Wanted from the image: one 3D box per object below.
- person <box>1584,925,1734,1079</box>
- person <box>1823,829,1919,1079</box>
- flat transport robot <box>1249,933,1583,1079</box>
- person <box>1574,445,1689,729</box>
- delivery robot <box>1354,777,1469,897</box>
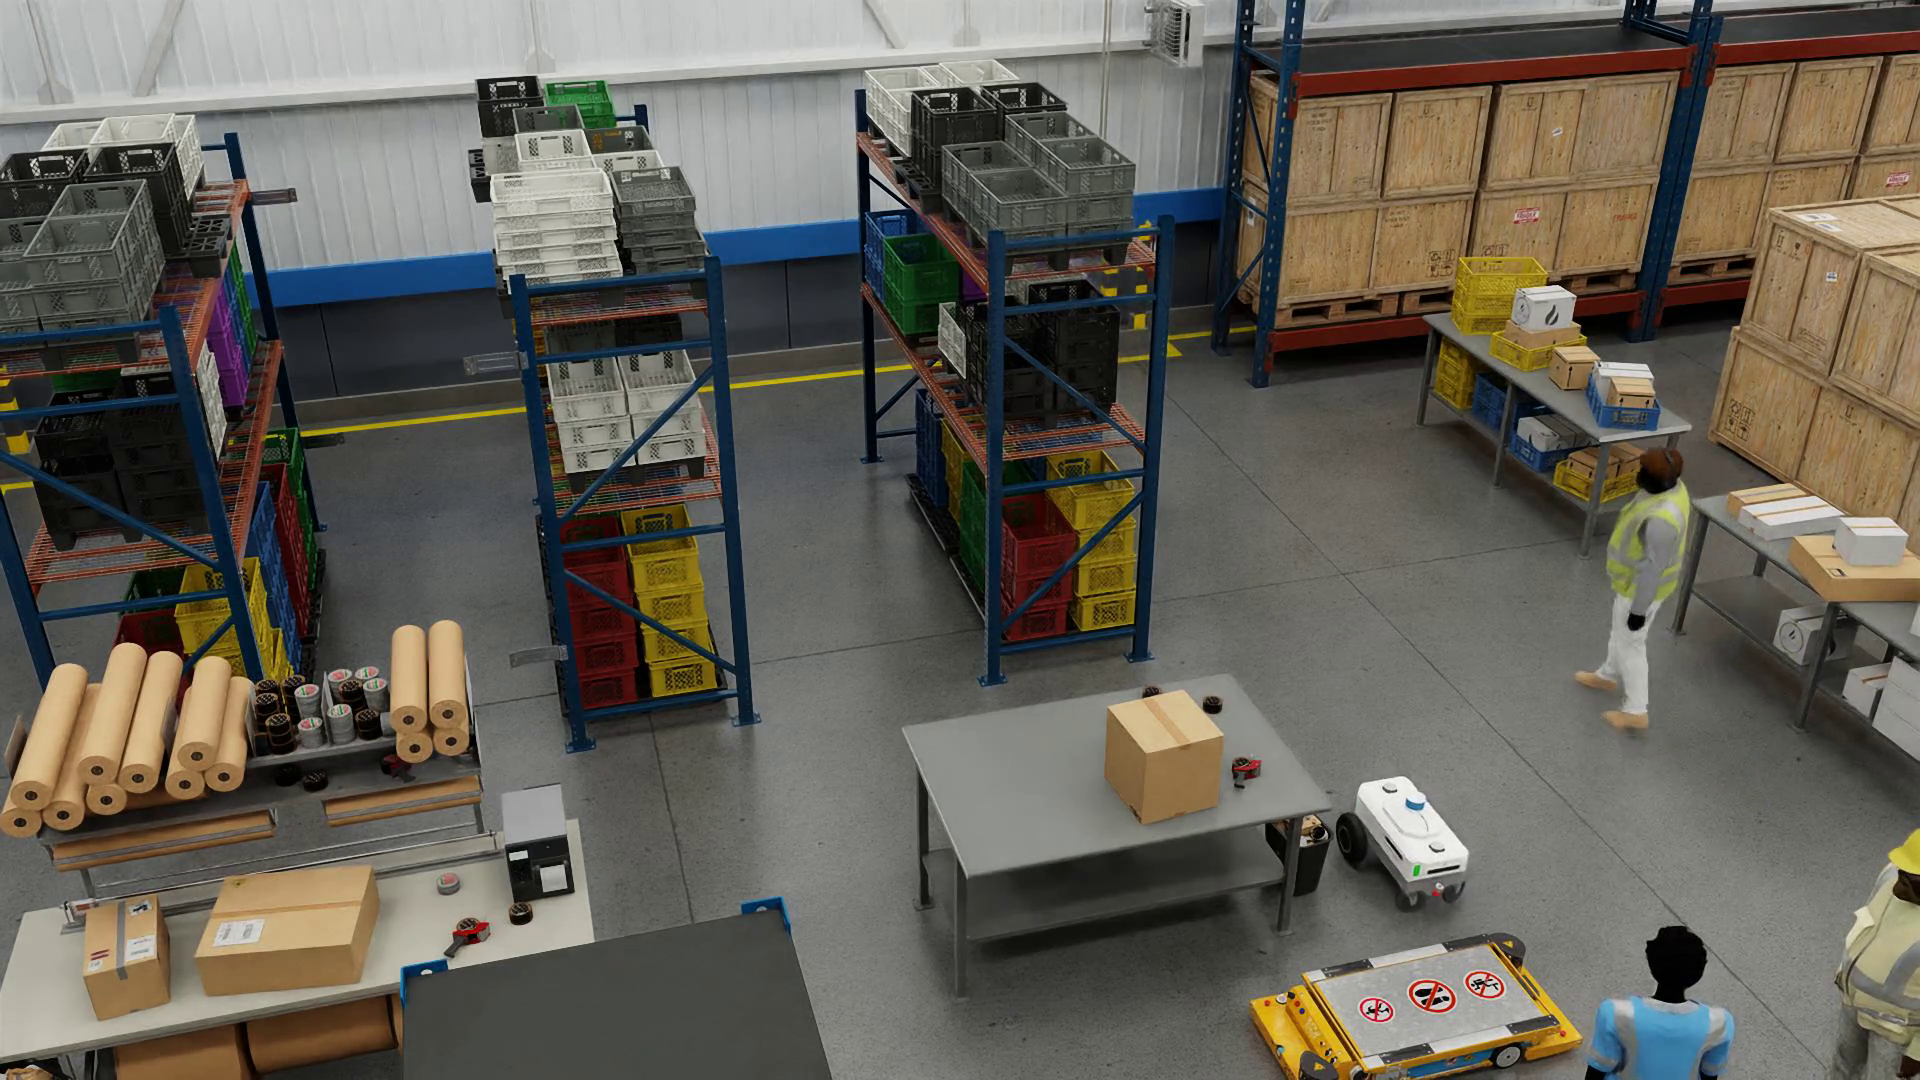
[{"bbox_3d":[2.706,2.235,6.599,0.531,1.692,0.320,3,29,6],"label":"person"},{"bbox_3d":[3.885,1.941,6.989,0.404,1.835,0.587,-2,29,-3],"label":"person"},{"bbox_3d":[2.184,2.282,7.980,1.431,0.197,0.652,-8,30,-14],"label":"flat transport robot"},{"bbox_3d":[4.111,0.248,10.080,0.430,1.845,0.655,12,31,21],"label":"person"},{"bbox_3d":[2.410,1.568,8.894,0.477,0.478,0.707,-7,30,-13],"label":"delivery robot"}]
